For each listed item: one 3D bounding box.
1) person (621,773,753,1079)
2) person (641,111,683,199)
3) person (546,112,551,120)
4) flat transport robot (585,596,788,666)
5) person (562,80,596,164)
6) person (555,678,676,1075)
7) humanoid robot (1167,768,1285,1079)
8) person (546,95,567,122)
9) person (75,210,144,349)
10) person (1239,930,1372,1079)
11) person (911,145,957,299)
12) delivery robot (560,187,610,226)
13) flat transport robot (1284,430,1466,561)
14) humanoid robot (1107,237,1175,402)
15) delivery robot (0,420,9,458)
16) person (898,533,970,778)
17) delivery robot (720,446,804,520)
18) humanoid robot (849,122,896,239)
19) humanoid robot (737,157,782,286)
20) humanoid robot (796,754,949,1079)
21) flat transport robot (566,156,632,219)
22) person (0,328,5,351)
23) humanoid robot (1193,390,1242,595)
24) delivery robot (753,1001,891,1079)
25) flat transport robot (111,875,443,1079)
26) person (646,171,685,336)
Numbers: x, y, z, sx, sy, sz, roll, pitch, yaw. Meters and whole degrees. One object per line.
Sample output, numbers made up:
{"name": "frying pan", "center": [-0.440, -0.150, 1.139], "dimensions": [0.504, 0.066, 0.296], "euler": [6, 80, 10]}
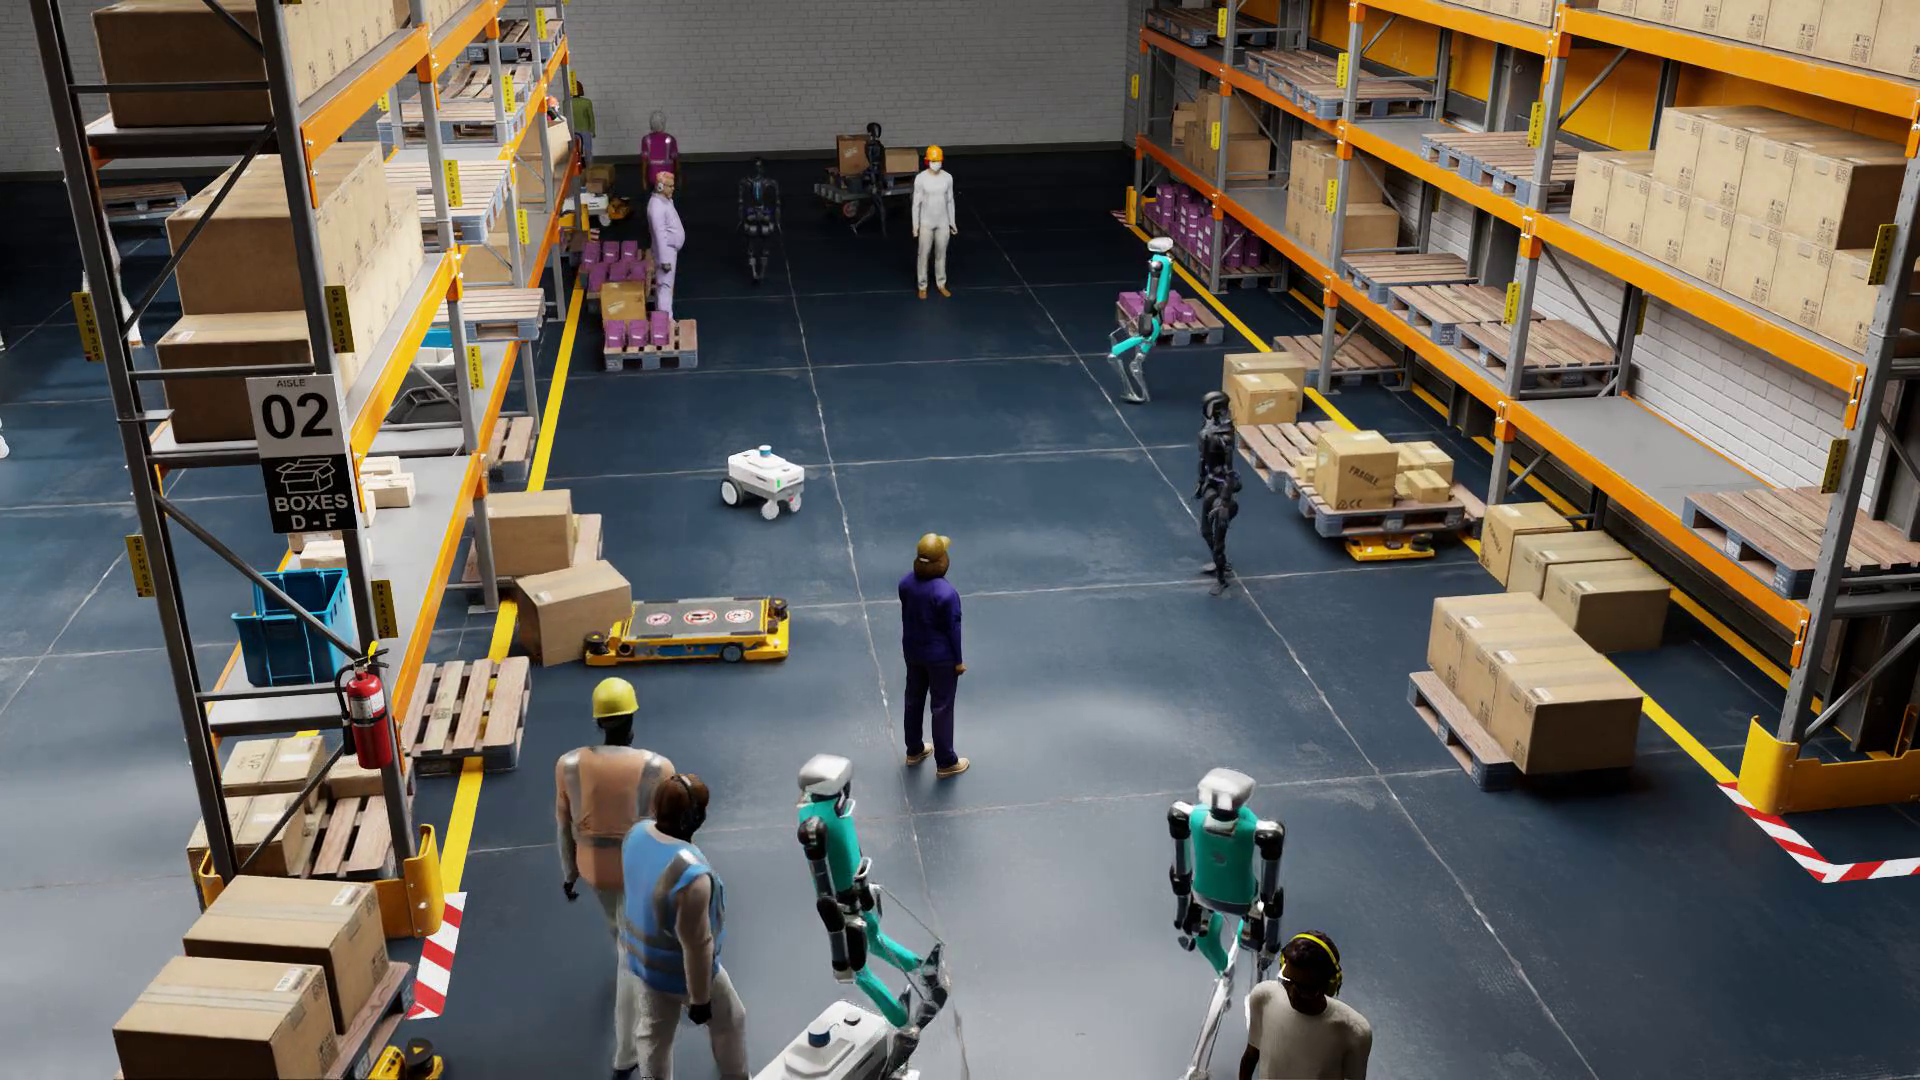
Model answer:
{"name": "person", "center": [-1.188, 1.864, 7.521], "dimensions": [0.752, 1.806, 0.650], "euler": [-21, 31, -39]}
{"name": "person", "center": [-4.182, -5.093, 23.364], "dimensions": [0.516, 1.818, 0.656], "euler": [2, 24, 5]}
{"name": "person", "center": [-6.402, -5.817, 24.976], "dimensions": [0.625, 1.844, 0.429], "euler": [-2, 24, -5]}
{"name": "flat transport robot", "center": [-1.978, 0.667, 12.158], "dimensions": [1.431, 0.231, 0.659], "euler": [-2, 24, -4]}
{"name": "person", "center": [-6.197, -6.662, 27.155], "dimensions": [0.496, 1.633, 0.287], "euler": [-1, 24, -3]}
{"name": "person", "center": [-1.659, 1.577, 8.172], "dimensions": [0.599, 1.811, 1.147], "euler": [2, 24, 4]}
{"name": "humanoid robot", "center": [1.317, 1.745, 7.912], "dimensions": [0.543, 1.744, 1.037], "euler": [11, 26, 23]}
{"name": "person", "center": [-6.104, -5.813, 25.071], "dimensions": [0.560, 1.752, 0.326], "euler": [5, 24, 11]}
{"name": "person", "center": [-9.646, -3.053, 18.609], "dimensions": [0.727, 1.896, 0.653], "euler": [-2, 24, -5]}
{"name": "person", "center": [1.288, 2.304, 6.439], "dimensions": [0.527, 1.870, 0.319], "euler": [14, 27, 28]}
{"name": "person", "center": [-0.322, -3.946, 20.647], "dimensions": [0.581, 1.894, 0.371], "euler": [-9, 25, -19]}
{"name": "delivery robot", "center": [-5.564, -4.881, 24.462], "dimensions": [0.788, 0.610, 0.499], "euler": [-6, 24, -14]}
{"name": "flat transport robot", "center": [3.440, -0.192, 14.116], "dimensions": [0.659, 0.231, 1.431], "euler": [-3, 24, -7]}
{"name": "humanoid robot", "center": [1.782, -2.169, 16.887], "dimensions": [0.735, 1.856, 0.538], "euler": [10, 26, 21]}
{"name": "delivery robot", "center": [-9.390, -0.993, 15.578], "dimensions": [0.782, 0.589, 0.499], "euler": [-16, 28, -32]}
{"name": "person", "center": [-0.165, 0.709, 10.372], "dimensions": [0.450, 1.624, 0.326], "euler": [19, 30, 37]}
{"name": "delivery robot", "center": [-1.720, -0.531, 14.538], "dimensions": [0.771, 0.599, 0.525], "euler": [20, 31, 38]}
{"name": "humanoid robot", "center": [-1.263, -5.084, 23.573], "dimensions": [0.724, 1.650, 0.585], "euler": [4, 24, 9]}
{"name": "humanoid robot", "center": [-2.570, -4.047, 21.196], "dimensions": [0.590, 1.655, 0.505], "euler": [-1, 24, -1]}
{"name": "humanoid robot", "center": [-0.343, 1.828, 7.698], "dimensions": [0.772, 1.774, 0.540], "euler": [4, 24, 9]}
{"name": "flat transport robot", "center": [-5.726, -4.997, 25.063], "dimensions": [1.431, 0.231, 0.659], "euler": [0, 24, 1]}
{"name": "person", "center": [-11.049, -2.958, 18.567], "dimensions": [0.340, 1.750, 0.563], "euler": [-16, 28, -32]}
{"name": "humanoid robot", "center": [2.014, -0.390, 12.823], "dimensions": [0.436, 1.647, 0.624], "euler": [-5, 24, -12]}
{"name": "delivery robot", "center": [-0.655, 2.500, 7.651], "dimensions": [0.499, 0.614, 0.808], "euler": [14, 27, 29]}
{"name": "flat transport robot", "center": [-3.241, 2.588, 7.783], "dimensions": [1.431, 0.231, 0.659], "euler": [2, 24, 5]}
{"name": "person", "center": [-3.358, -3.285, 19.135], "dimensions": [0.409, 1.901, 0.638], "euler": [-2, 24, -5]}
